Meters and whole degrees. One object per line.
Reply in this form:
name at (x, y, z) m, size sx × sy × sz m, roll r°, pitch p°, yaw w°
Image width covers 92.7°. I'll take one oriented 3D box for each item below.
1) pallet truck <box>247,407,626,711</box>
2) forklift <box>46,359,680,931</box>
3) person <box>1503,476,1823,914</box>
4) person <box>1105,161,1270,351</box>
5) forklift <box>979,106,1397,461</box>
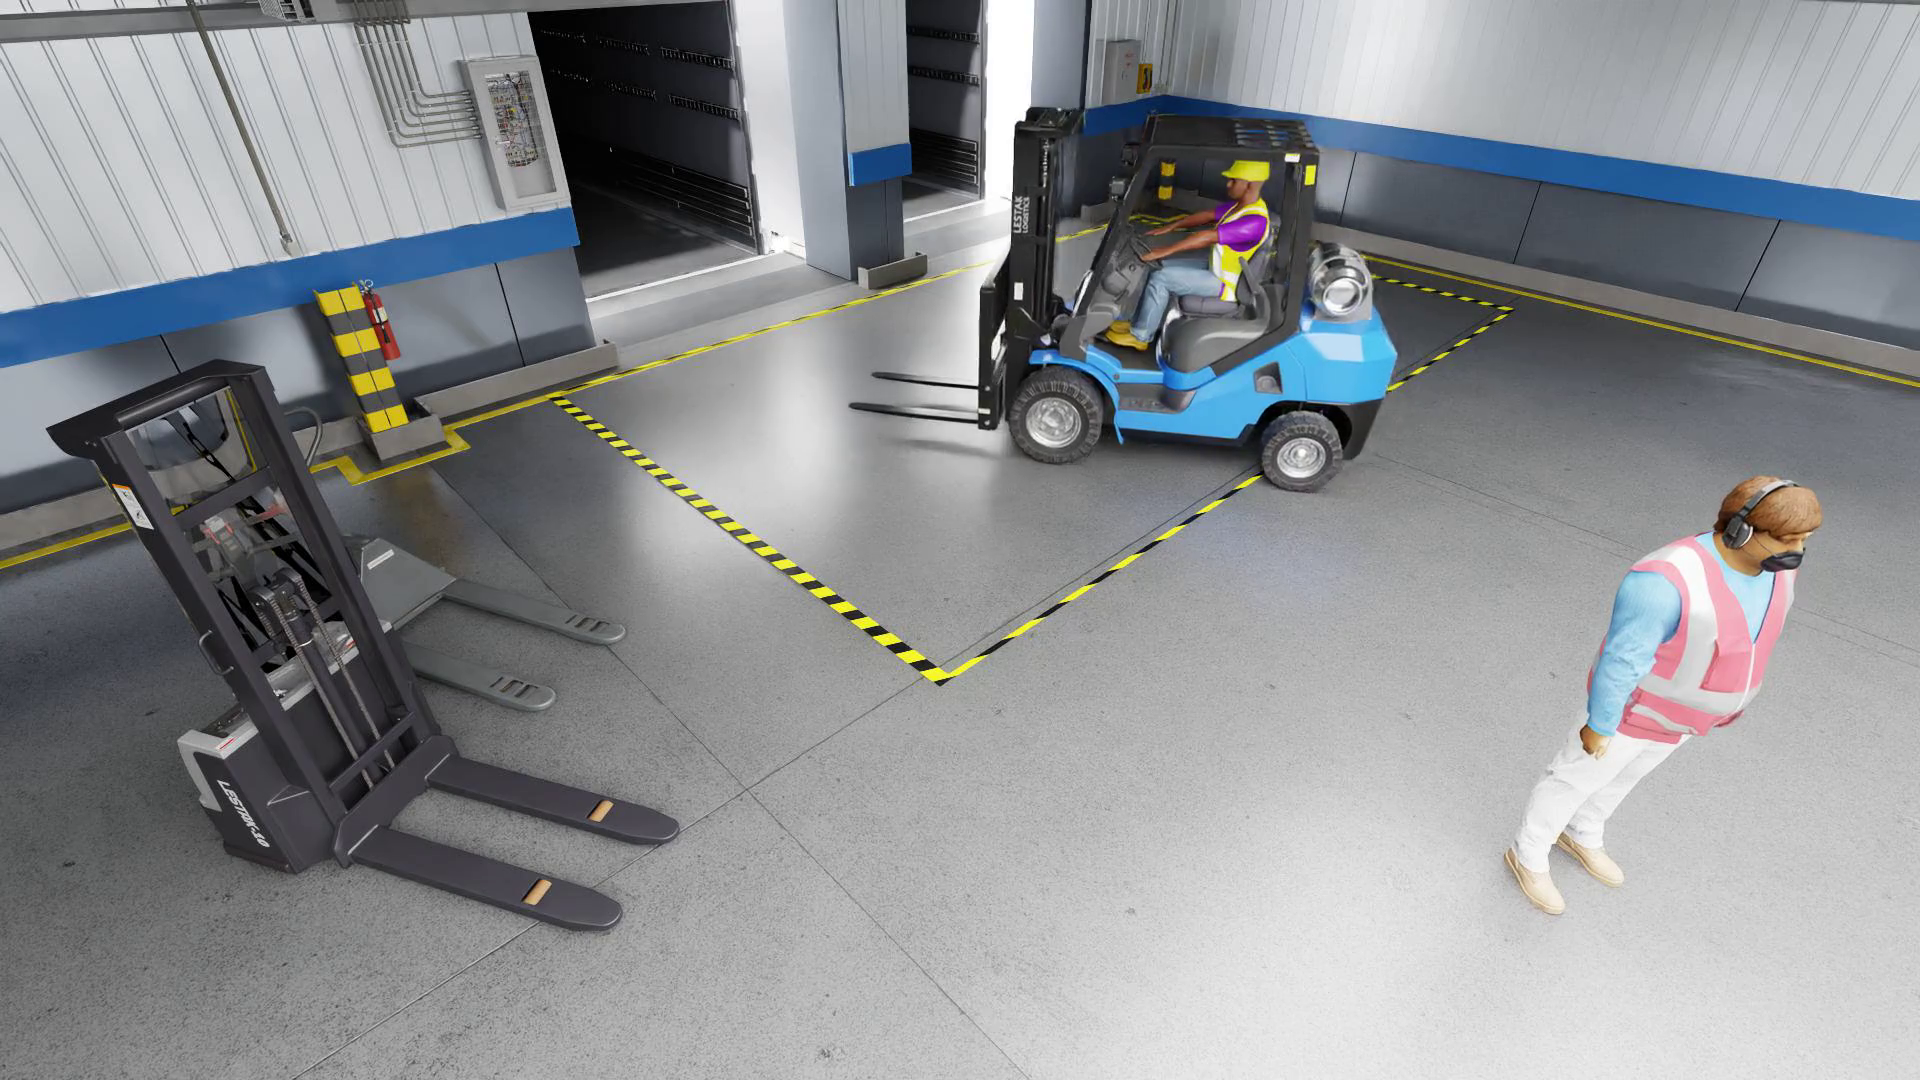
pallet truck at (-2.628, 0.038, 4.590) m, size 1.601 × 1.201 × 0.680 m, roll 12°, pitch 36°, yaw 18°
forklift at (-2.135, 0.422, 3.354) m, size 1.885 × 1.965 × 0.823 m, roll 10°, pitch 35°, yaw 14°
person at (2.460, 0.590, 3.245) m, size 0.622 × 1.845 × 0.431 m, roll -10°, pitch 36°, yaw -15°
person at (1.500, -1.916, 6.143) m, size 1.004 × 1.294 × 0.635 m, roll 7°, pitch 35°, yaw 10°
forklift at (1.557, -1.750, 6.232) m, size 2.680 × 2.036 × 1.157 m, roll 7°, pitch 35°, yaw 10°
